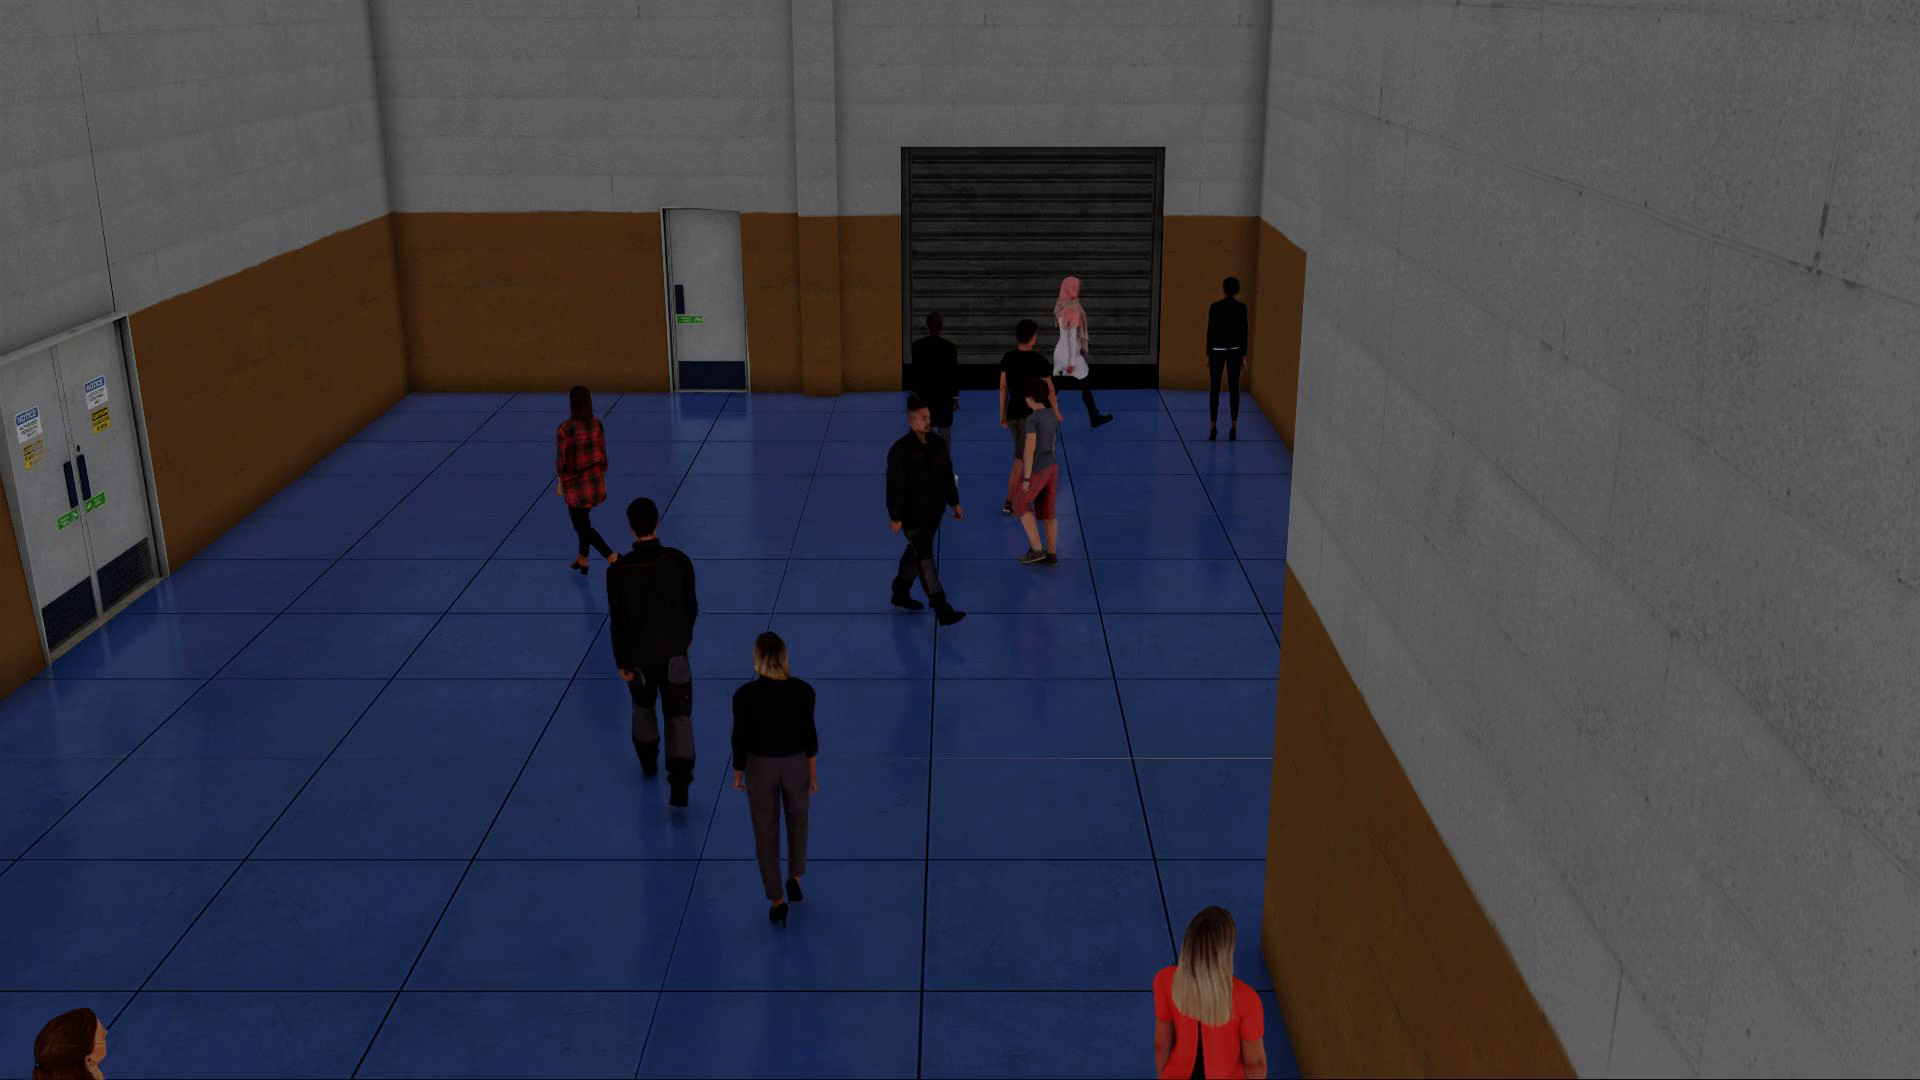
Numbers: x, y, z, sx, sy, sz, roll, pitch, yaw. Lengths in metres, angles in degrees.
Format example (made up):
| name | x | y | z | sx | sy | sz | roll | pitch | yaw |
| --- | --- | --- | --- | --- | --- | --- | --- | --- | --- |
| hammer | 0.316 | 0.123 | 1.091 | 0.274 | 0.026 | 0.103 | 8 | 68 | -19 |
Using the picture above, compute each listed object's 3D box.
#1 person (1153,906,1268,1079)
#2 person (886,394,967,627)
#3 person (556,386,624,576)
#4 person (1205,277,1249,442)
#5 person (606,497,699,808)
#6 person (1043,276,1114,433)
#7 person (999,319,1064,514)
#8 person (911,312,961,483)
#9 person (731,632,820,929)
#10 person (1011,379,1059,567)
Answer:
| name | x | y | z | sx | sy | sz | roll | pitch | yaw |
| --- | --- | --- | --- | --- | --- | --- | --- | --- | --- |
| person | 0.925 | 2.143 | 6.282 | 0.624 | 1.693 | 0.736 | 10 | 21 | 27 |
| person | -0.372 | -0.247 | 13.139 | 1.262 | 1.816 | 1.163 | 14 | 23 | 36 |
| person | -3.114 | -0.432 | 13.946 | 1.111 | 1.675 | 0.982 | 14 | 23 | 36 |
| person | 2.924 | -1.987 | 18.310 | 0.469 | 1.834 | 0.680 | 1 | 19 | 4 |
| person | -1.838 | 0.719 | 10.172 | 1.225 | 1.906 | 0.969 | -5 | 19 | -14 |
| person | 1.125 | -2.002 | 18.486 | 1.265 | 1.749 | 0.982 | -9 | 20 | -24 |
| person | 0.567 | -1.142 | 15.825 | 1.162 | 1.820 | 1.149 | 14 | 23 | 35 |
| person | -0.262 | -1.431 | 16.775 | 0.612 | 1.761 | 0.775 | 6 | 20 | 19 |
| person | -0.952 | 1.310 | 8.807 | 0.635 | 1.658 | 0.741 | -5 | 19 | -15 |
| person | 0.748 | -0.553 | 14.336 | 0.810 | 1.643 | 0.764 | 15 | 24 | 38 |
